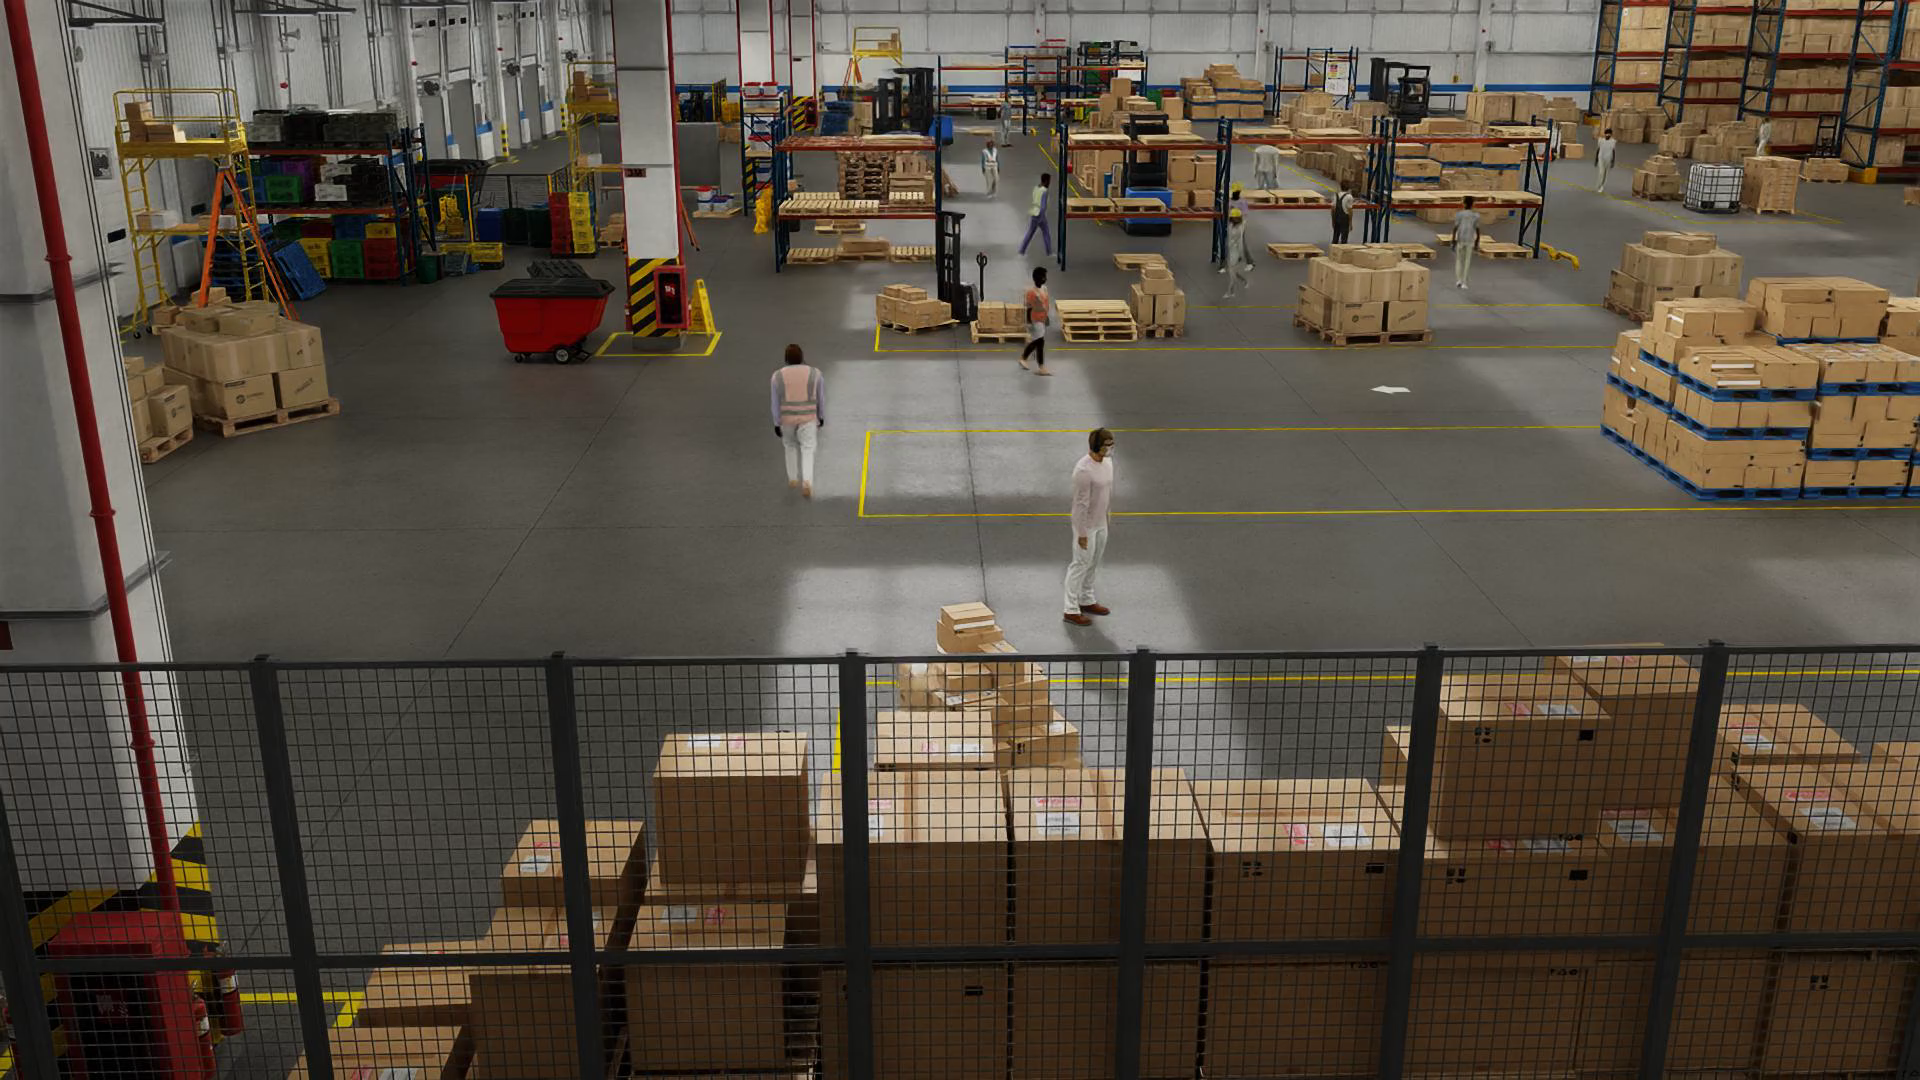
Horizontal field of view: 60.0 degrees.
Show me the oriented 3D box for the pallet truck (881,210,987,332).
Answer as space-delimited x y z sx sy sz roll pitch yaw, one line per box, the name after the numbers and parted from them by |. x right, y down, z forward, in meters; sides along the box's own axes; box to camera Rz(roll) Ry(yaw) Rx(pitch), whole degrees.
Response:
-0.493 -4.759 29.349 1.885 1.965 0.823 -13 23 -34 | pallet truck

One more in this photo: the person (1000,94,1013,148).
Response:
1.695 -15.359 60.906 0.383 1.931 0.628 10 21 28 | person

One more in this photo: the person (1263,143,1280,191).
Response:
8.523 -10.216 45.764 0.629 1.855 0.600 -16 25 -40 | person

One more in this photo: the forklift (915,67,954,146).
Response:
-1.273 -15.879 60.977 1.873 2.768 1.129 -10 21 -26 | forklift

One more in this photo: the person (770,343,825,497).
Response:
-1.921 -1.426 19.760 0.626 1.811 0.877 -1 19 -3 | person

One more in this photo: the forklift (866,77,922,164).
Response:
-2.259 -13.811 54.842 1.873 2.768 1.129 13 22 33 | forklift

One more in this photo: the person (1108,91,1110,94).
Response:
5.576 -16.033 62.919 0.771 1.917 0.546 -6 20 -17 | person

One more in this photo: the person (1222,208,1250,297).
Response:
5.355 -5.546 32.085 0.482 1.726 0.500 -3 19 -9 | person

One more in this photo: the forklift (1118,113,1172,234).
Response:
4.524 -8.905 40.289 1.129 2.768 1.873 -1 19 -1 | forklift

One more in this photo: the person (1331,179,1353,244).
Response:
8.195 -6.812 35.673 0.326 1.843 0.517 -16 25 -40 | person

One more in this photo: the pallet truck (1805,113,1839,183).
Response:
26.403 -11.957 50.702 0.823 1.965 1.885 6 19 16 | pallet truck

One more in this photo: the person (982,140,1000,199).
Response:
0.867 -10.404 46.662 0.536 1.624 0.373 -6 19 -16 | person

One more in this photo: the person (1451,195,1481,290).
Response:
10.016 -5.895 32.931 0.527 1.851 0.476 6 19 17 | person

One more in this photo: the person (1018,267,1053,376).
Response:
1.169 -3.428 25.926 0.708 1.672 0.579 10 21 27 | person

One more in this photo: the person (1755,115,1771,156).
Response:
26.482 -13.226 55.046 0.657 1.617 0.529 1 19 2 | person

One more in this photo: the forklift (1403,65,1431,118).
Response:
17.086 -16.383 62.474 1.129 2.768 1.873 8 20 22 | forklift

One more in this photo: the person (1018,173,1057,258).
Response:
1.707 -7.128 36.584 0.938 1.871 0.621 -8 20 -23 | person

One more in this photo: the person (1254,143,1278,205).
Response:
8.195 -9.868 44.597 0.629 1.940 0.379 7 20 19 | person

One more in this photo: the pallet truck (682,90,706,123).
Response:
-9.671 -15.907 62.421 0.823 1.965 1.885 5 19 15 | pallet truck

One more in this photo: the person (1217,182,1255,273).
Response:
5.846 -6.554 34.849 0.907 1.899 0.591 -13 22 -33 | person

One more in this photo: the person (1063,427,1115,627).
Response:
1.257 -0.140 15.773 0.390 1.927 0.644 11 21 29 | person

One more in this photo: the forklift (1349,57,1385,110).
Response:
17.144 -18.481 68.698 1.873 2.768 1.129 -1 19 -1 | forklift

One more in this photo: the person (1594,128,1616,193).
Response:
18.673 -10.998 48.148 0.529 1.821 0.959 5 19 14 | person
